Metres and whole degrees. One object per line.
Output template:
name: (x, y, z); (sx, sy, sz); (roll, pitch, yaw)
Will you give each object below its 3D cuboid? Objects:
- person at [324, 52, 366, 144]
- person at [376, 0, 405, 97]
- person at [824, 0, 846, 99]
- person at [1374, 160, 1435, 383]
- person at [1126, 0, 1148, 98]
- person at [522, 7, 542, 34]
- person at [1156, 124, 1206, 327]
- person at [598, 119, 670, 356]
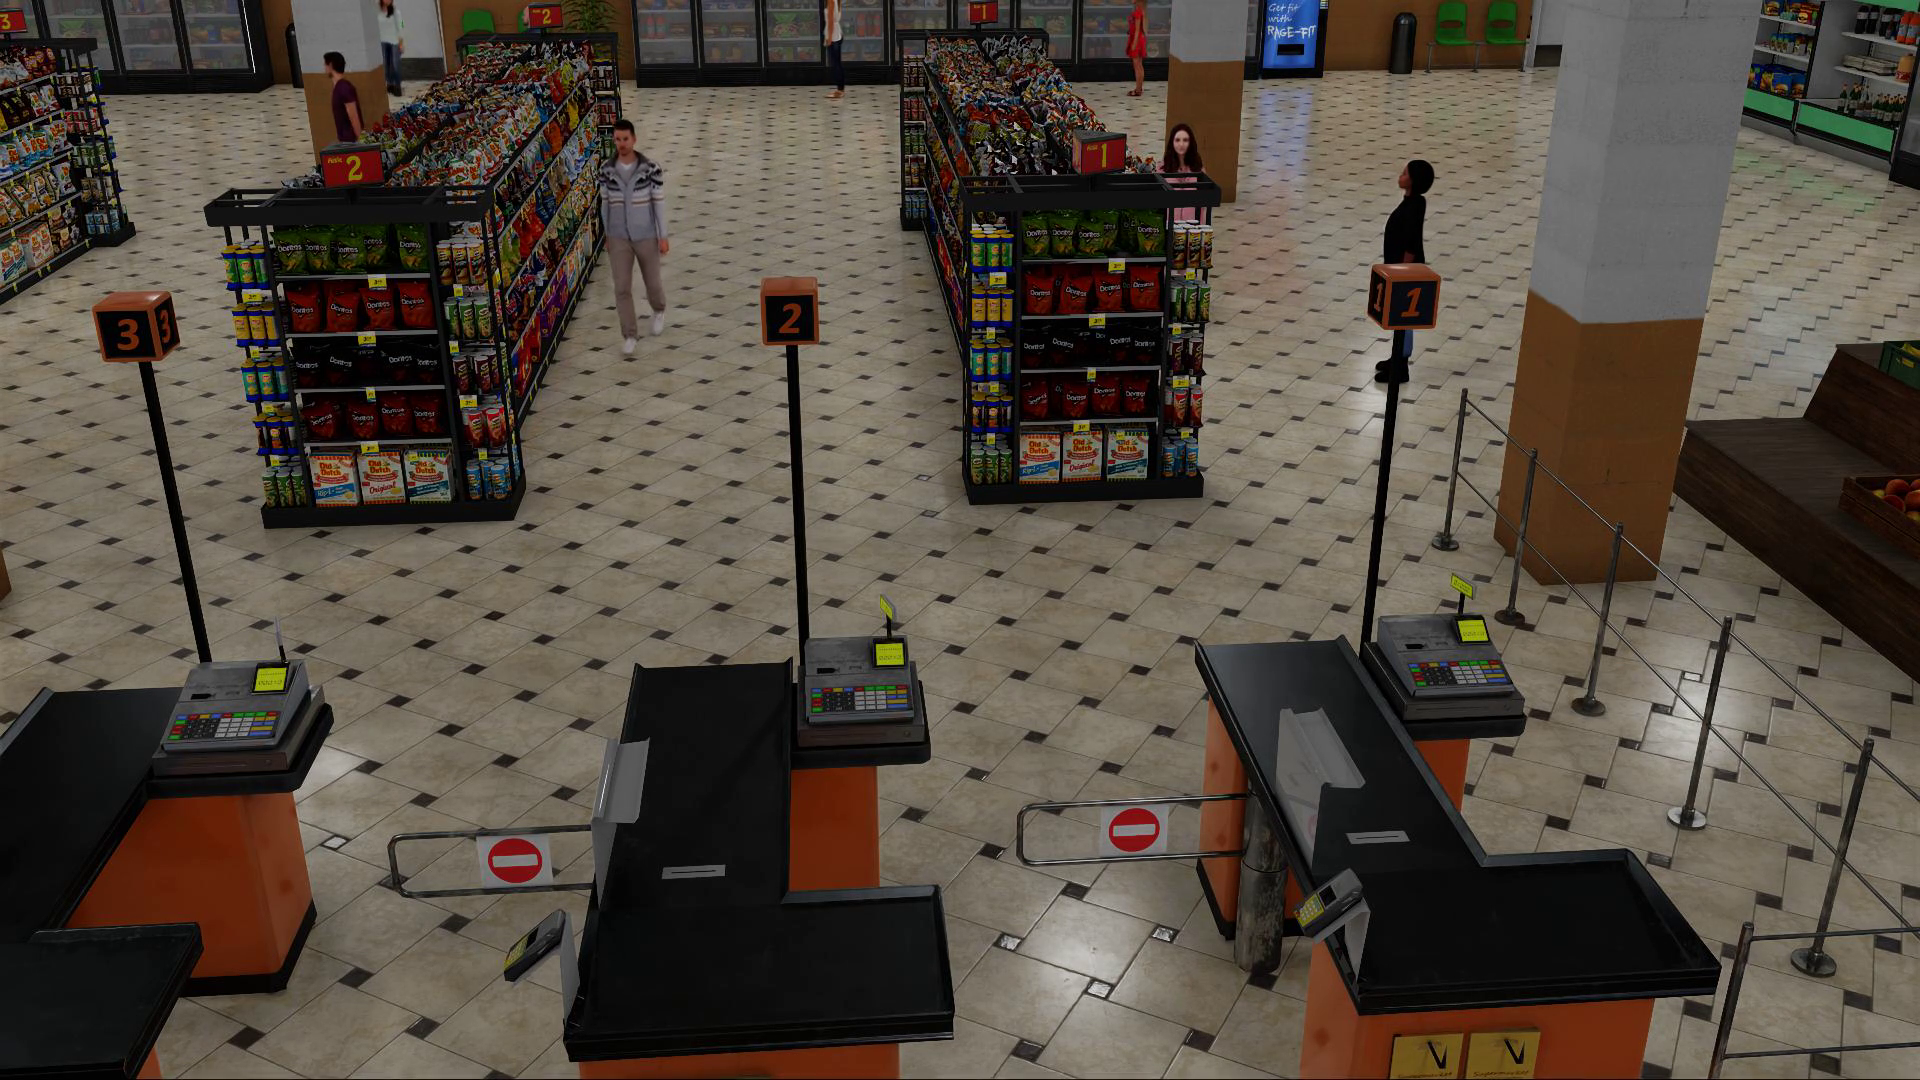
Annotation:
person: (-6.231, -4.116, 17.310); (0.929, 1.798, 1.060); (-9, 25, -20)
person: (-8.786, -7.663, 25.641); (0.663, 1.618, 0.632); (7, 25, 16)
person: (-1.912, -7.720, 25.564); (0.695, 1.783, 0.537); (3, 24, 6)
person: (3.413, -2.055, 12.720); (0.706, 1.701, 0.594); (7, 25, 16)
person: (2.762, -7.706, 25.770); (0.699, 1.593, 0.582); (6, 24, 14)
person: (-5.431, -5.920, 21.399); (0.826, 1.825, 0.611); (-7, 25, -16)
person: (1.768, -2.487, 13.582); (0.618, 1.803, 0.522); (-1, 24, -2)
person: (-2.638, -2.502, 13.557); (0.727, 1.850, 1.135); (-1, 24, -2)
